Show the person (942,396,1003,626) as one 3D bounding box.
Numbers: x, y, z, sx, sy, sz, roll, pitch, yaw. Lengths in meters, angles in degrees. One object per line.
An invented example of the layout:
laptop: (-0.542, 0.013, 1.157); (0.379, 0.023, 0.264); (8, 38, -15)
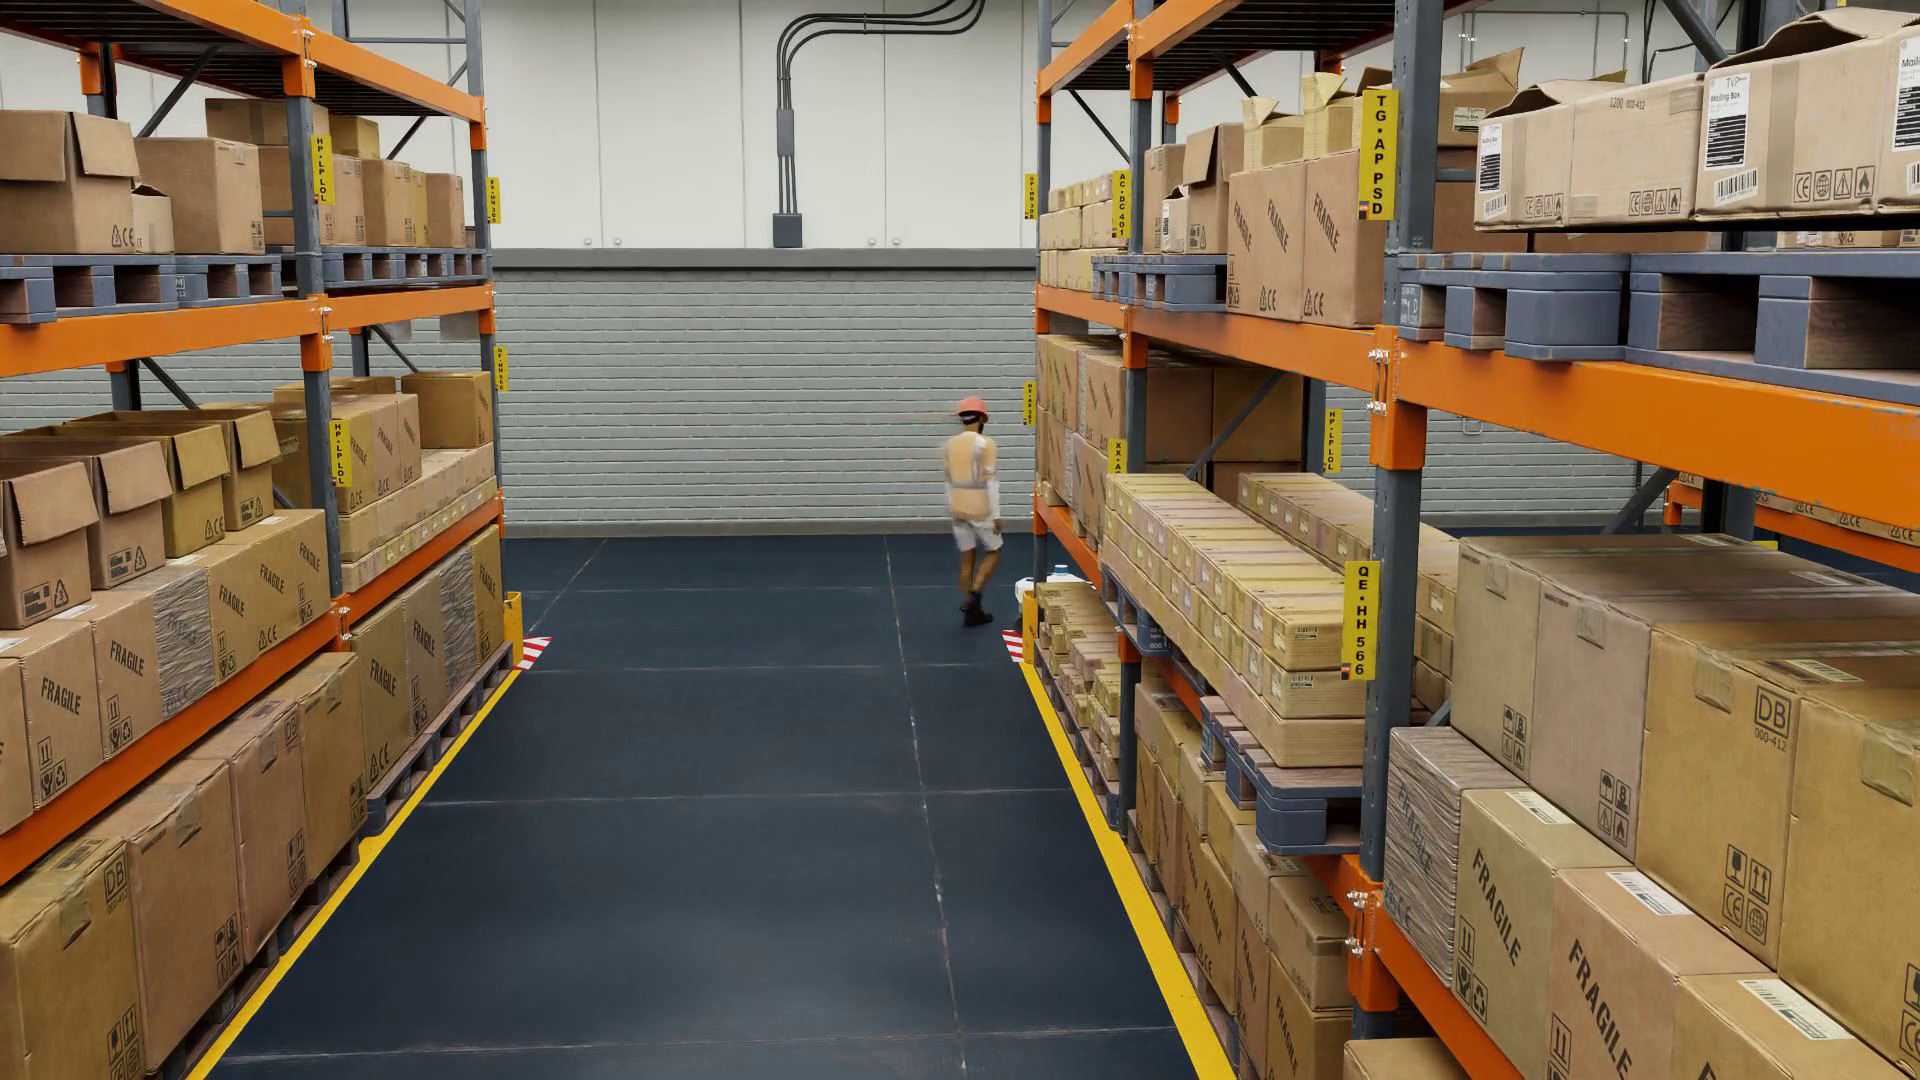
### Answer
person: (0.134, -0.231, 13.733); (0.628, 1.893, 0.496); (9, 13, 41)

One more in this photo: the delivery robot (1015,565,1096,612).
delivery robot: (0.813, 0.443, 13.426); (0.707, 0.478, 0.477); (4, 10, 22)
